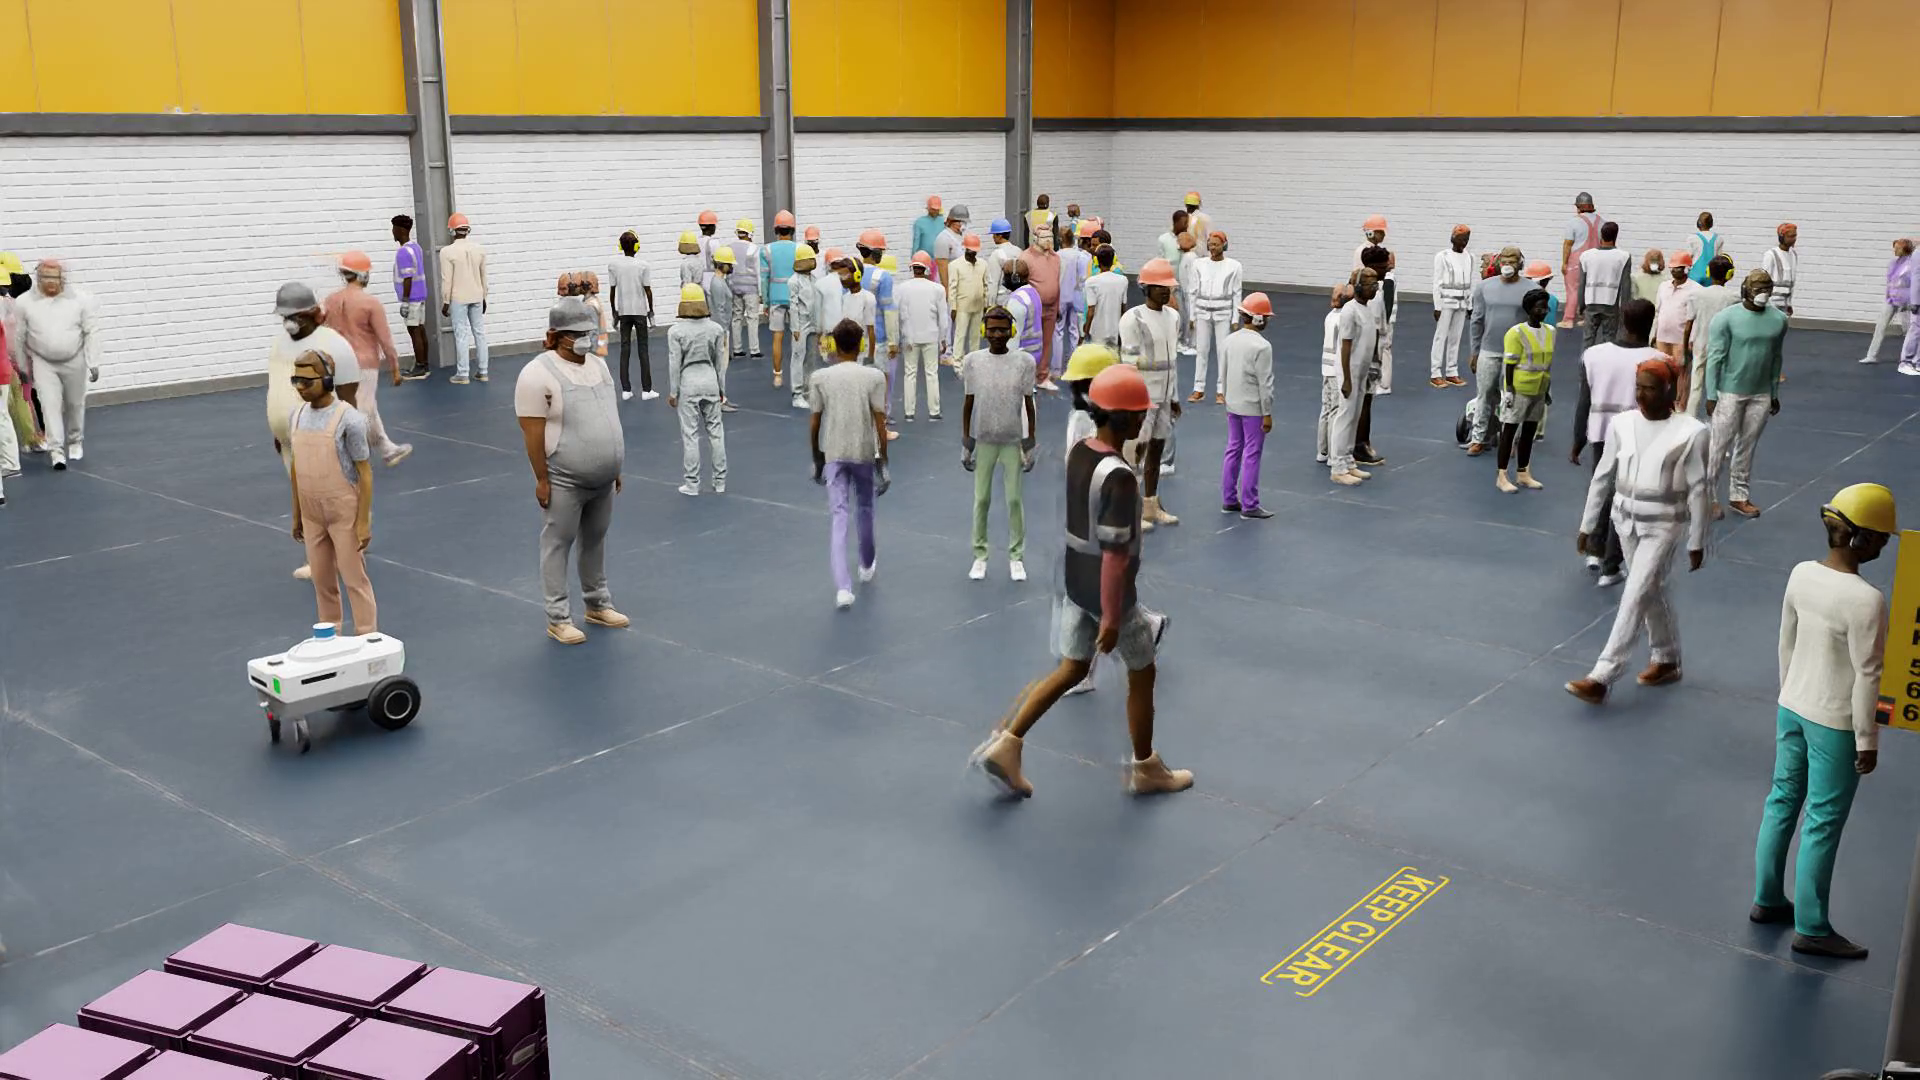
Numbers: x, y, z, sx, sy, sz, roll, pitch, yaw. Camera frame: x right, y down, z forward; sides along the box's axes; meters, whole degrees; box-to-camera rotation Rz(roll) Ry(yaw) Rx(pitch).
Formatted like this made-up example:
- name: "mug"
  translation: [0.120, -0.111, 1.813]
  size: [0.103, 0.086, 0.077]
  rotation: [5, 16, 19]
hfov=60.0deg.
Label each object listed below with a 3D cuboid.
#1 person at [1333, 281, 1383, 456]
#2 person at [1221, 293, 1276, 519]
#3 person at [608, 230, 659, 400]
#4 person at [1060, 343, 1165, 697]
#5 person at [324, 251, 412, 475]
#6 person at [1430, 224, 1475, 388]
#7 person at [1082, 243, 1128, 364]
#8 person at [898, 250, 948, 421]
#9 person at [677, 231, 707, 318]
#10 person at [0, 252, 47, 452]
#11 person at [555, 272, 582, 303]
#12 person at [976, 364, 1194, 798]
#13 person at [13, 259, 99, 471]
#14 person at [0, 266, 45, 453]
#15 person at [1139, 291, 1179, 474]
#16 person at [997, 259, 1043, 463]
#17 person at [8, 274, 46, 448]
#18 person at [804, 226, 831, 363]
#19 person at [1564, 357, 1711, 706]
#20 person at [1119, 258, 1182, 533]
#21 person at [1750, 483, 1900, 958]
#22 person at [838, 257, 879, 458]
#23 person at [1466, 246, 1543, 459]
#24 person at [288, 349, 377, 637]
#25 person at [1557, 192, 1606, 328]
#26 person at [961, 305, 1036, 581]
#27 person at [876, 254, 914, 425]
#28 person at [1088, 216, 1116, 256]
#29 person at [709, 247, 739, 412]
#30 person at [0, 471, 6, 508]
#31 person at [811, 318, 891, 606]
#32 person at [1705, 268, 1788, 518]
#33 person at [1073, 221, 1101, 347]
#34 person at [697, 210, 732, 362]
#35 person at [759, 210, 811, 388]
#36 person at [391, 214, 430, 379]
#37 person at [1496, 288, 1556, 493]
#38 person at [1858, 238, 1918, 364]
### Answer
- name: "person"
  translation: [3.619, -1.583, 15.205]
  size: [0.532, 1.693, 0.319]
  rotation: [8, 16, 30]
- name: "person"
  translation: [2.260, -1.043, 12.926]
  size: [0.337, 1.747, 0.576]
  rotation: [-7, 16, -25]
- name: "person"
  translation: [-3.624, -2.489, 18.467]
  size: [0.509, 1.872, 0.328]
  rotation: [2, 14, 6]
- name: "person"
  translation: [0.787, -0.115, 8.924]
  size: [0.775, 1.905, 0.594]
  rotation: [-6, 15, -24]
- name: "person"
  translation: [-5.146, -1.531, 14.495]
  size: [0.631, 1.946, 0.935]
  rotation: [7, 16, 27]
- name: "person"
  translation: [5.747, -2.725, 19.374]
  size: [0.573, 1.887, 0.355]
  rotation: [-7, 16, -26]
- name: "person"
  translation: [1.429, -2.018, 16.595]
  size: [0.535, 1.865, 0.314]
  rotation: [-8, 16, -29]
- name: "person"
  translation: [-0.404, -2.099, 17.142]
  size: [0.573, 1.749, 0.343]
  rotation: [1, 14, 5]
- name: "person"
  translation: [-3.283, -2.896, 20.349]
  size: [0.312, 1.744, 0.487]
  rotation: [4, 15, 17]
- name: "person"
  translation: [-8.942, -1.708, 15.355]
  size: [0.832, 1.881, 0.597]
  rotation: [-10, 17, -34]
- name: "person"
  translation: [-3.746, -1.754, 16.018]
  size: [0.314, 1.629, 0.509]
  rotation: [-9, 17, -32]
- name: "person"
  translation: [0.571, 0.214, 7.392]
  size: [0.969, 2.014, 0.604]
  rotation: [-5, 15, -20]
- name: "person"
  translation: [-8.037, -1.571, 14.840]
  size: [0.658, 1.854, 0.993]
  rotation: [-8, 16, -28]
- name: "person"
  translation: [-8.780, -1.646, 15.331]
  size: [0.525, 1.761, 0.338]
  rotation: [-13, 19, -42]
- name: "person"
  translation: [1.753, -1.392, 14.560]
  size: [0.280, 1.634, 0.498]
  rotation: [-2, 14, -10]
- name: "person"
  translation: [0.523, -1.621, 15.076]
  size: [0.429, 1.836, 0.626]
  rotation: [4, 15, 16]
- name: "person"
  translation: [-8.763, -1.708, 15.717]
  size: [0.319, 1.691, 0.540]
  rotation: [-5, 15, -18]
- name: "person"
  translation: [-1.876, -3.133, 21.274]
  size: [0.562, 1.752, 0.324]
  rotation: [-2, 14, -6]
- name: "person"
  translation: [3.589, -0.053, 8.812]
  size: [1.001, 1.828, 0.603]
  rotation: [-8, 16, -30]
- name: "person"
  translation: [1.457, -1.087, 12.514]
  size: [0.372, 2.044, 0.607]
  rotation: [14, 19, 43]
- name: "person"
  translation: [3.205, 0.656, 6.124]
  size: [0.320, 1.762, 0.522]
  rotation: [-2, 14, -7]
- name: "person"
  translation: [-0.932, -1.619, 15.035]
  size: [0.340, 1.855, 0.525]
  rotation: [-10, 17, -34]
- name: "person"
  translation: [4.977, -1.714, 15.230]
  size: [0.627, 1.940, 0.376]
  rotation: [6, 15, 24]
- name: "person"
  translation: [-3.434, -0.125, 9.071]
  size: [0.516, 1.843, 0.332]
  rotation: [6, 15, 21]
- name: "person"
  translation: [9.316, -4.215, 25.019]
  size: [0.686, 2.000, 0.535]
  rotation: [-5, 15, -19]
- name: "person"
  translation: [0.255, -0.641, 11.114]
  size: [0.502, 1.861, 0.326]
  rotation: [1, 14, 6]
- name: "person"
  translation: [-0.763, -2.017, 16.830]
  size: [0.542, 1.741, 0.383]
  rotation: [-8, 16, -28]
- name: "person"
  translation: [1.653, -3.037, 20.586]
  size: [0.409, 1.908, 0.639]
  rotation: [-6, 15, -22]
- name: "person"
  translation: [-2.510, -2.230, 17.669]
  size: [0.342, 1.756, 0.532]
  rotation: [-2, 14, -8]
- name: "person"
  translation: [-7.870, -1.136, 13.164]
  size: [0.586, 1.824, 0.404]
  rotation: [13, 19, 41]
- name: "person"
  translation: [-0.711, -0.520, 10.744]
  size: [0.533, 1.806, 1.005]
  rotation: [0, 14, 0]
- name: "person"
  translation: [6.071, -1.131, 12.899]
  size: [0.635, 1.937, 0.353]
  rotation: [-2, 14, -10]
- name: "person"
  translation: [1.475, -2.666, 19.034]
  size: [0.356, 1.936, 0.551]
  rotation: [0, 14, 1]
- name: "person"
  translation: [-3.224, -3.271, 21.454]
  size: [0.545, 1.939, 0.354]
  rotation: [12, 18, 40]
- name: "person"
  translation: [-2.005, -2.779, 19.268]
  size: [0.607, 2.048, 0.368]
  rotation: [1, 14, 2]
- name: "person"
  translation: [-6.605, -2.918, 19.984]
  size: [0.369, 1.967, 0.601]
  rotation: [-1, 14, -3]
- name: "person"
  translation: [4.720, -1.242, 13.833]
  size: [0.536, 1.696, 0.321]
  rotation: [-7, 16, -27]
- name: "person"
  translation: [11.984, -3.032, 21.175]
  size: [0.826, 1.603, 0.522]
  rotation: [-3, 14, -13]
